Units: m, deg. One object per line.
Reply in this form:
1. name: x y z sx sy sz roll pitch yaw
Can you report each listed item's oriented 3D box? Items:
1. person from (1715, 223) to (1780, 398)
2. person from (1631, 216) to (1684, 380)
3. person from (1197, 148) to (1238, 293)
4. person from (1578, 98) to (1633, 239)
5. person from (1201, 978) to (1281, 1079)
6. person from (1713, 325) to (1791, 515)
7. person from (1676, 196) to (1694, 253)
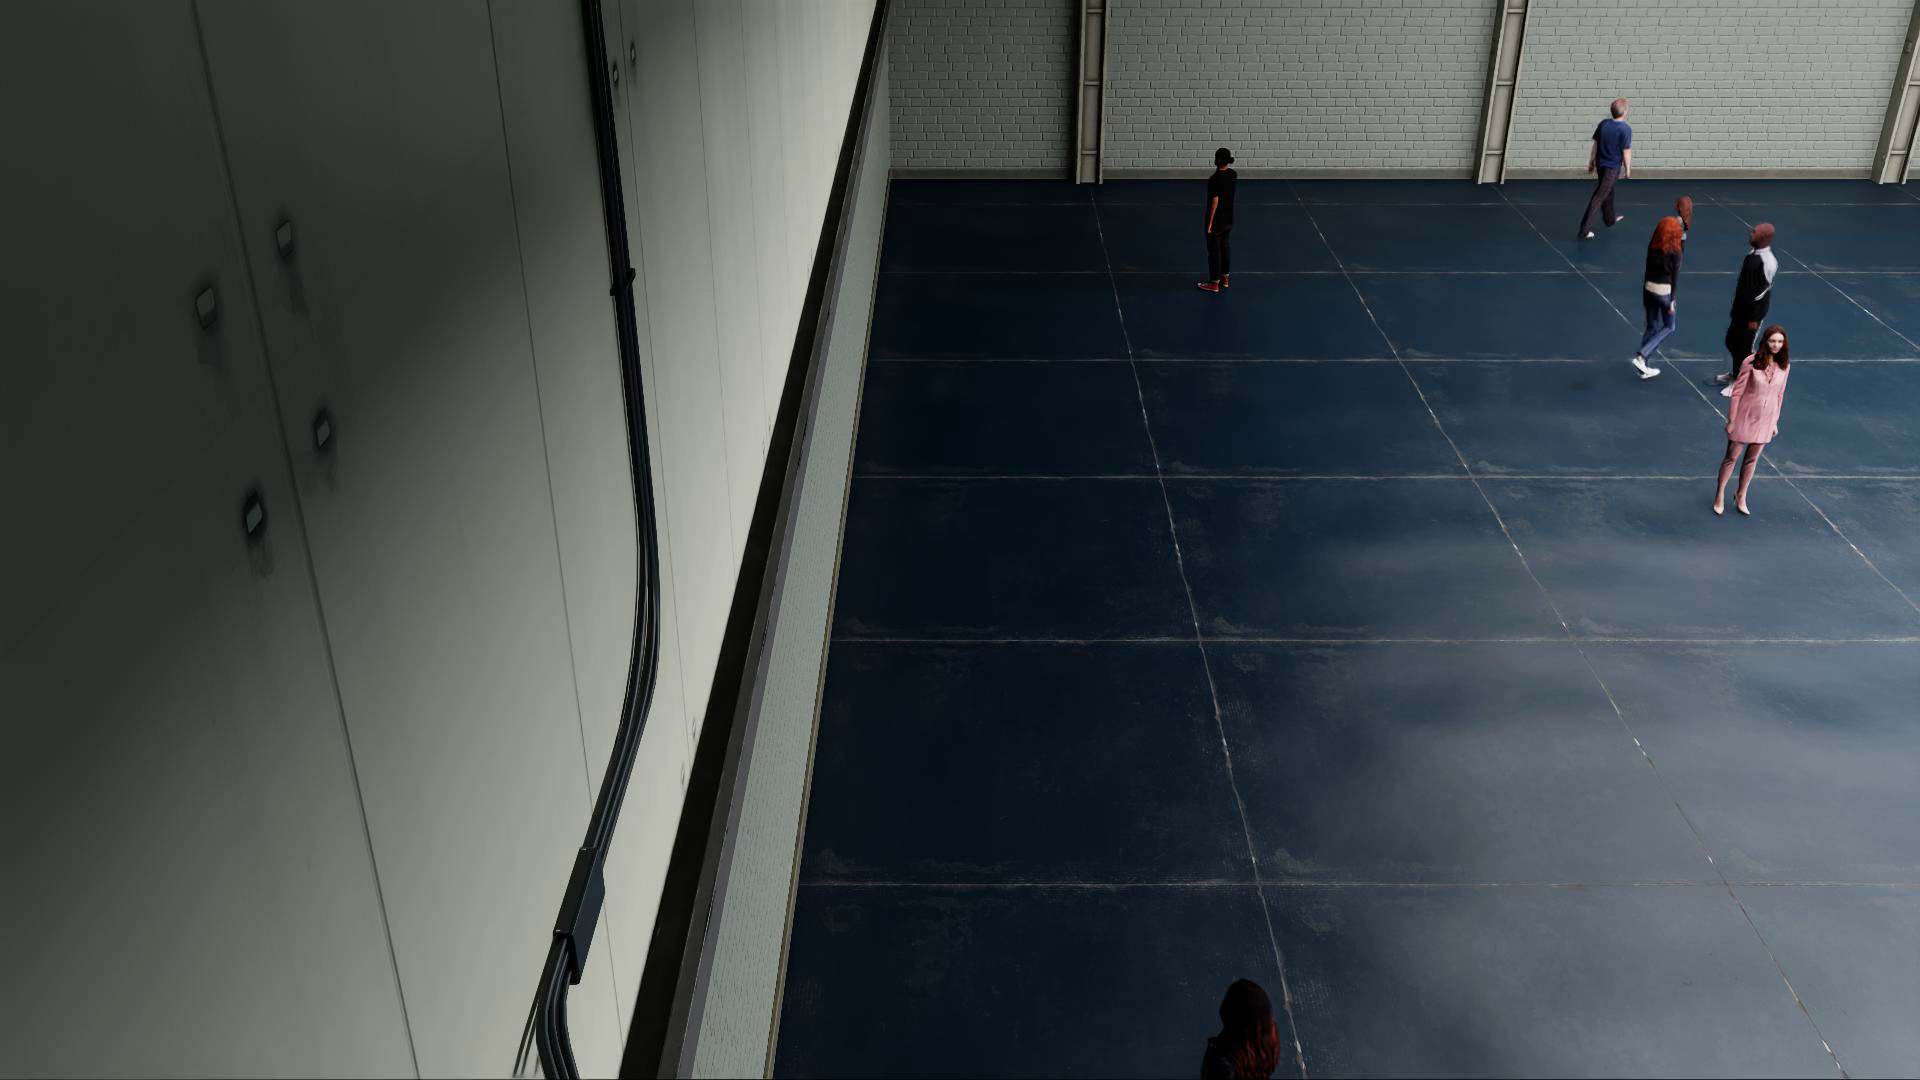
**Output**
1. person: 8.313 -2.430 17.475 0.571 1.816 0.696 -4 28 -7
2. person: 7.372 -2.551 17.749 0.848 1.772 0.778 -12 30 -22
3. person: 3.180 -3.925 20.345 0.768 1.758 0.713 24 36 37
4. person: 8.542 -4.881 22.078 1.276 1.817 1.074 -16 32 -27
5. person: 1.321 2.750 7.943 0.782 1.634 0.722 25 37 38
6. person: 7.130 -1.084 14.963 0.465 1.802 0.676 1 28 3
7. person: 8.935 -3.743 20.695 0.570 1.108 0.536 17 32 28
